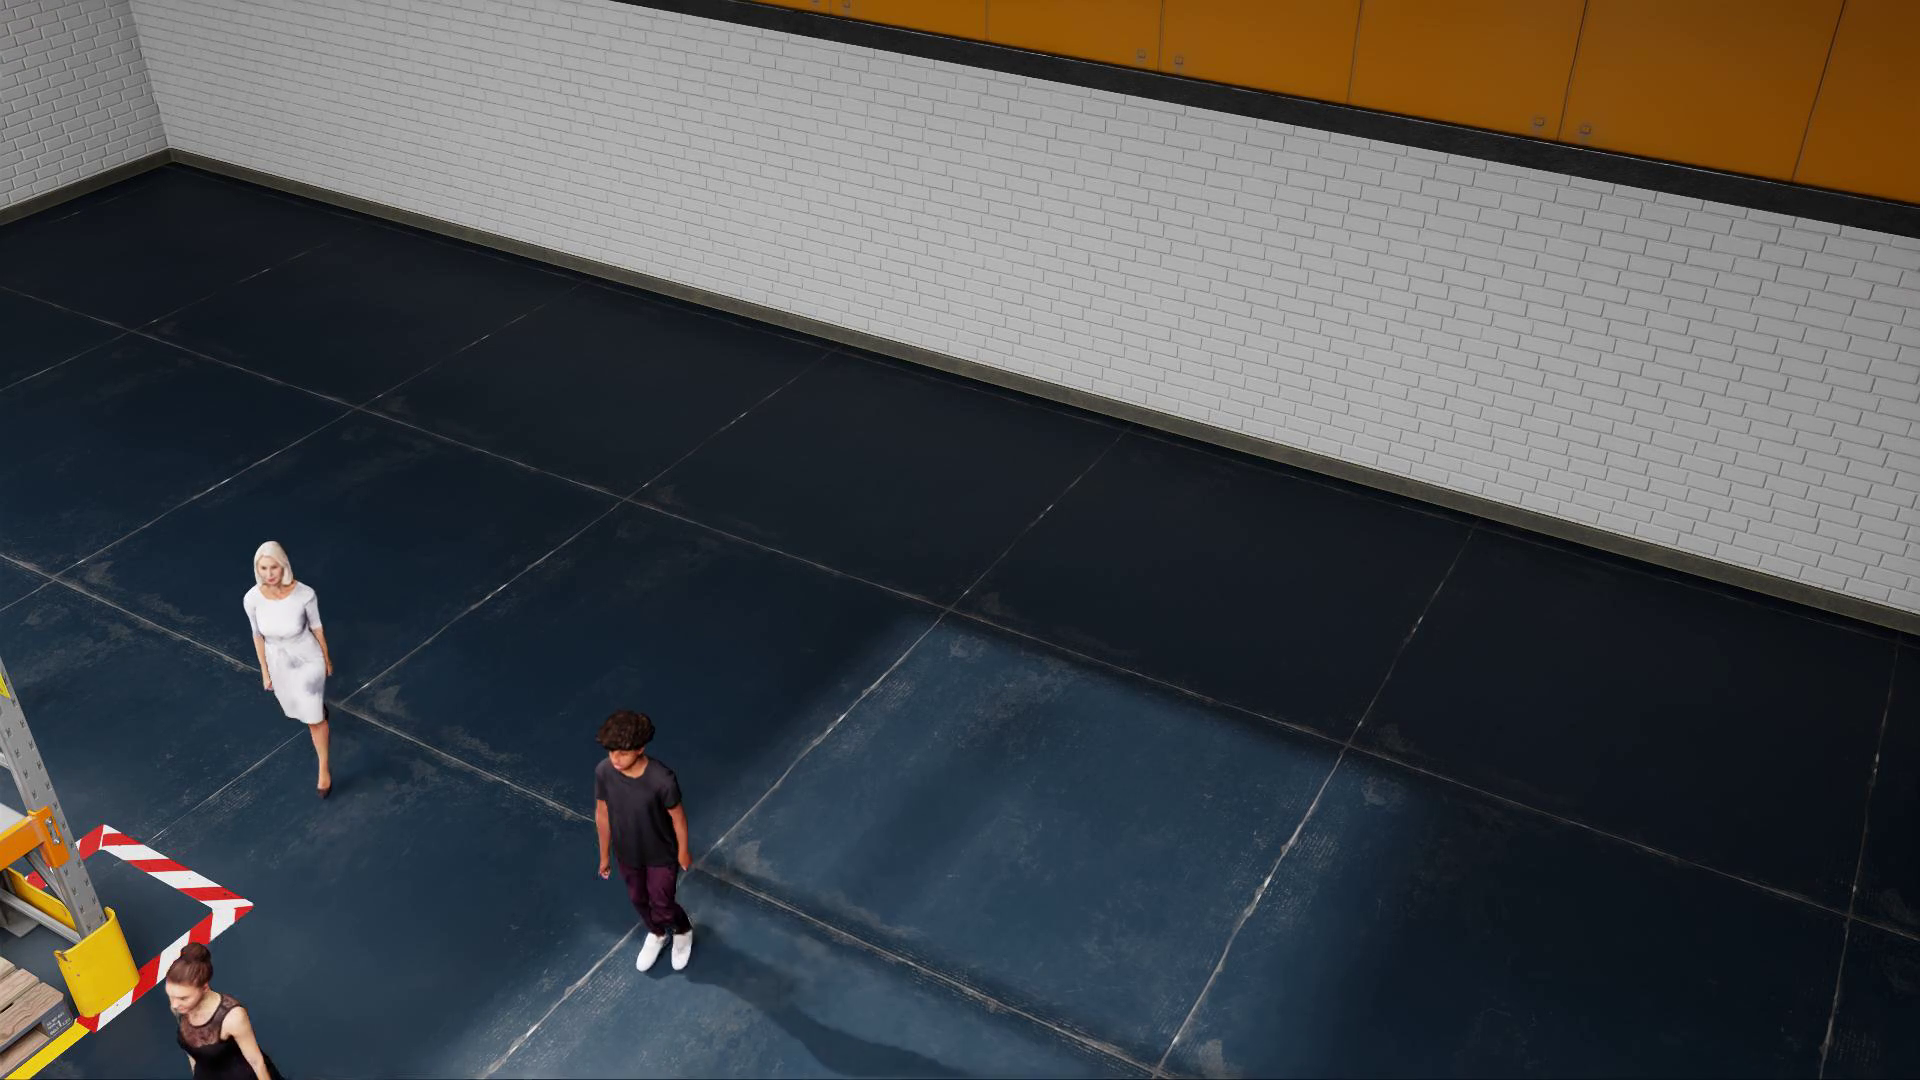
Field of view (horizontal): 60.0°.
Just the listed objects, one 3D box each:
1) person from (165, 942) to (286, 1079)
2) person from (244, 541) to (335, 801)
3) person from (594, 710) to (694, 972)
[{"bbox_3d":[-3.275,2.415,7.679,0.637,1.661,0.886,16,37,23],"label":"person"},{"bbox_3d":[-4.061,0.723,10.162,0.945,1.730,1.058,-6,34,-9],"label":"person"},{"bbox_3d":[-1.644,1.560,8.867,0.660,1.769,0.648,11,35,17],"label":"person"}]
